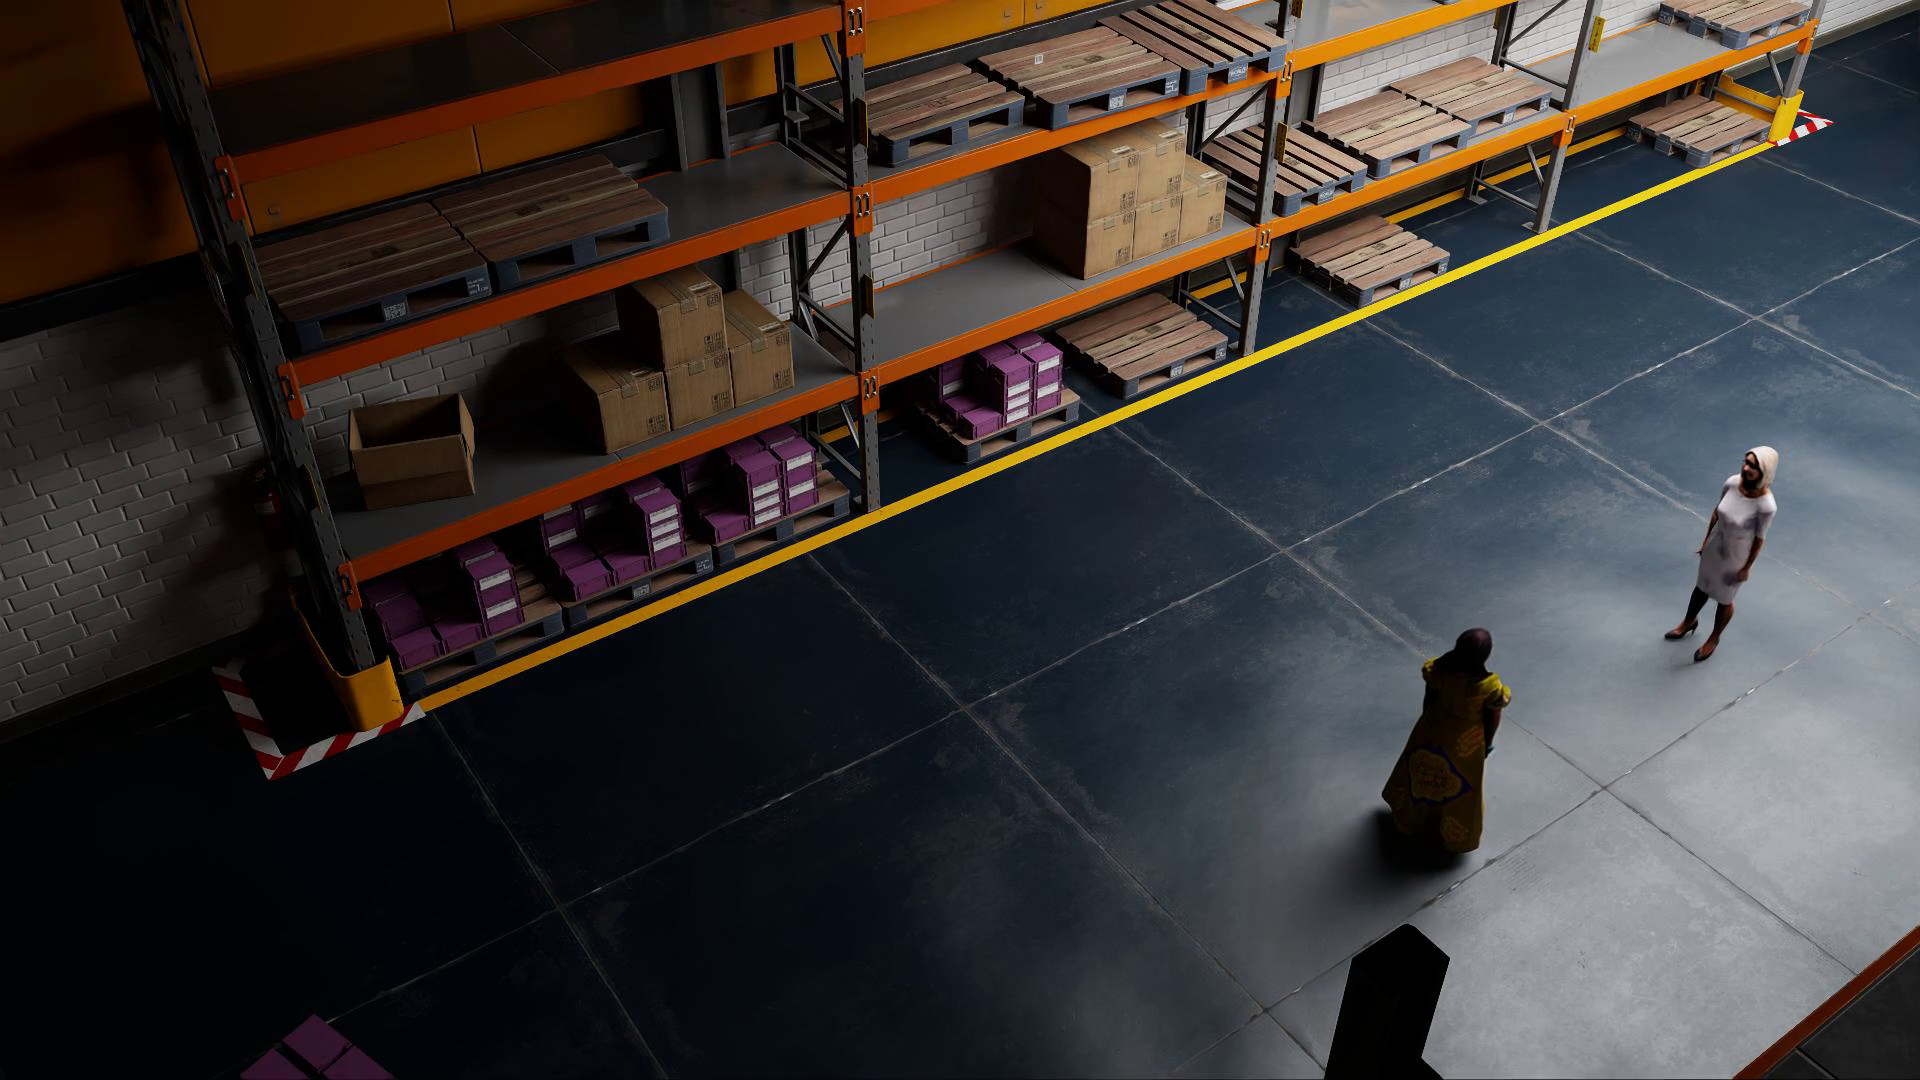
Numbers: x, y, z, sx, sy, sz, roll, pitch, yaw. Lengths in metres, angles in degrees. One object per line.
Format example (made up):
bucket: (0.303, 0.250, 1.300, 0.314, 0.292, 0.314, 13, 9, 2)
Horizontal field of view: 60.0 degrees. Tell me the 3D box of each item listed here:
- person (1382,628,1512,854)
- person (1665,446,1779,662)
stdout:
person: (2.983, 1.186, 10.058, 0.952, 1.660, 0.912, 26, 45, 28)
person: (5.259, 0.080, 11.371, 0.555, 1.750, 0.592, -17, 42, -20)
